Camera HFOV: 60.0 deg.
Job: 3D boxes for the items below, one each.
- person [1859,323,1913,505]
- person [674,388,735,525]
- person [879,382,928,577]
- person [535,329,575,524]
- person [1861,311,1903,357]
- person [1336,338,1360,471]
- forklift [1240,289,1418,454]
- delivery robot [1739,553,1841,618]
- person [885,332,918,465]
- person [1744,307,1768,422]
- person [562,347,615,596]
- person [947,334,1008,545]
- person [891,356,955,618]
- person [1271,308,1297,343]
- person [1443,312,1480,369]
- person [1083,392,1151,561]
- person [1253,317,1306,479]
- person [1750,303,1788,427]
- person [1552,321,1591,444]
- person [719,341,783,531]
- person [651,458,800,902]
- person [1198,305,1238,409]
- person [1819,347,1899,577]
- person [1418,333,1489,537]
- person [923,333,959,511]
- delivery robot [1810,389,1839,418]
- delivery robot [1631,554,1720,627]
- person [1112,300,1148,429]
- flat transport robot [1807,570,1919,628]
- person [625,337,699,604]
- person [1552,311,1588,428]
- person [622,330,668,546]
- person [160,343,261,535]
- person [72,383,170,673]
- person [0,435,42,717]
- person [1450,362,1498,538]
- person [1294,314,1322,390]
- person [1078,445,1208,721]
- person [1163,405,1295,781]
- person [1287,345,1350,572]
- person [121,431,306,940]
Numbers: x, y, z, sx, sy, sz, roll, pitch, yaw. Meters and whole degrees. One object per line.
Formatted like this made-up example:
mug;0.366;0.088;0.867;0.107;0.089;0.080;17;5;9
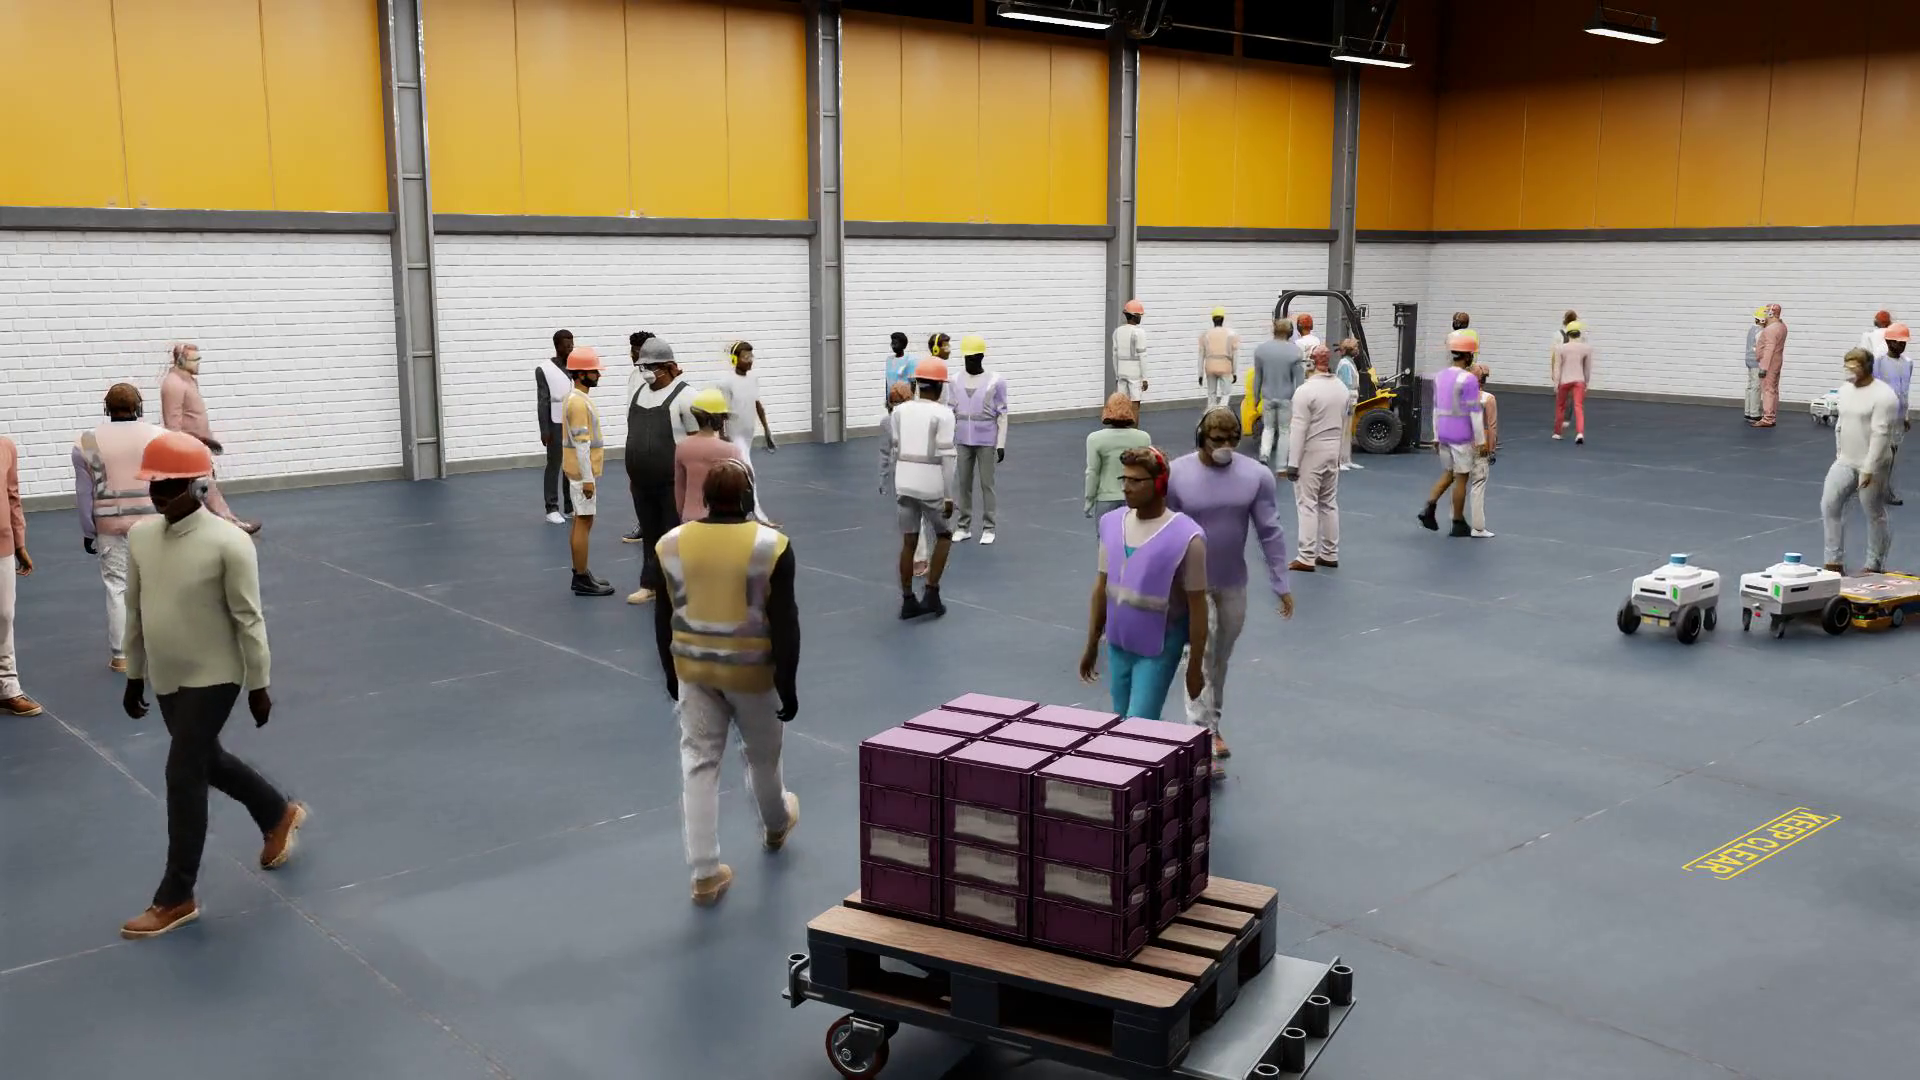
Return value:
person;9.823;-1.321;17.573;0.553;1.935;0.361;-3;10;-16
person;-1.661;-0.126;11.084;0.533;1.767;0.326;7;12;35
person;-0.427;-0.496;13.685;0.525;1.602;0.517;6;11;30
person;-3.954;-1.133;16.539;0.372;1.914;0.597;7;12;35
person;13.717;-2.484;24.770;0.598;1.826;0.838;4;10;20
person;4.761;-1.672;20.520;0.311;1.638;0.522;4;10;22
forklift;5.034;-2.339;22.783;2.313;2.155;1.214;3;10;16
delivery robot;5.813;0.335;11.649;0.707;0.478;0.477;-5;11;-26
person;-0.753;-1.769;20.900;0.318;1.695;0.539;-10;14;-44
person;12.729;-2.791;26.489;0.403;1.833;0.591;2;10;10
person;-2.914;-0.535;12.974;0.357;1.938;0.542;-3;10;-17
person;0.137;-0.917;15.239;0.594;1.924;0.382;4;11;24
person;-0.257;-0.375;12.113;0.579;1.914;0.477;6;11;30
person;4.723;-2.468;24.462;0.460;1.882;0.649;0;10;0
person;7.151;-2.344;23.892;0.632;1.842;0.437;-6;12;-33
person;1.170;-0.278;12.354;0.509;1.632;0.267;-2;10;-10
person;3.762;-1.658;19.594;0.645;1.920;0.488;5;11;28
person;12.490;-2.693;25.697;0.407;1.909;0.638;8;13;40
person;8.684;-2.234;23.564;0.537;1.725;0.900;1;10;4
person;-1.960;-0.949;15.739;0.907;1.830;0.515;5;11;28
person;-0.953;0.543;7.063;0.654;1.794;0.927;2;10;9
person;3.818;-2.522;24.685;0.589;1.908;0.494;3;10;15
person;7.192;-0.590;13.371;0.724;1.906;0.650;-3;10;-15
person;4.655;-0.974;15.572;0.508;1.924;0.571;-3;10;-18
person;-0.167;-1.189;17.045;0.614;1.848;0.566;3;10;16
delivery robot;13.644;-2.114;25.985;0.707;0.478;0.477;-5;11;-27
delivery robot;4.998;0.342;11.605;0.707;0.478;0.477;-9;13;-41
person;2.353;-2.248;22.694;0.373;2.043;0.615;-7;12;-37
flat transport robot;6.765;0.425;12.225;1.431;0.197;0.652;-6;11;-31
person;-2.251;-0.499;12.463;0.684;2.000;0.535;6;11;31
person;9.409;-2.632;25.697;0.514;1.798;0.985;5;11;27
person;-2.857;-0.927;15.184;0.367;1.966;0.604;-9;13;-44
person;-7.017;-0.877;15.232;1.004;1.839;0.629;-4;11;-24
person;-5.259;-0.079;10.584;0.625;1.844;0.429;-5;11;-27
person;-5.526;0.055;9.343;0.370;1.996;0.622;4;11;25
person;4.815;-0.840;15.618;0.308;1.645;0.517;-7;12;-34
person;4.531;-2.022;21.842;0.358;1.881;0.574;8;13;40
person;0.793;0.495;7.250;0.442;1.830;0.576;-7;12;-34
person;1.321;0.256;8.467;0.673;1.888;0.897;-2;10;-12
person;2.972;-0.687;13.984;0.640;1.900;0.402;-8;13;-39
person;-3.059;0.518;6.753;0.621;1.963;0.969;4;11;24
